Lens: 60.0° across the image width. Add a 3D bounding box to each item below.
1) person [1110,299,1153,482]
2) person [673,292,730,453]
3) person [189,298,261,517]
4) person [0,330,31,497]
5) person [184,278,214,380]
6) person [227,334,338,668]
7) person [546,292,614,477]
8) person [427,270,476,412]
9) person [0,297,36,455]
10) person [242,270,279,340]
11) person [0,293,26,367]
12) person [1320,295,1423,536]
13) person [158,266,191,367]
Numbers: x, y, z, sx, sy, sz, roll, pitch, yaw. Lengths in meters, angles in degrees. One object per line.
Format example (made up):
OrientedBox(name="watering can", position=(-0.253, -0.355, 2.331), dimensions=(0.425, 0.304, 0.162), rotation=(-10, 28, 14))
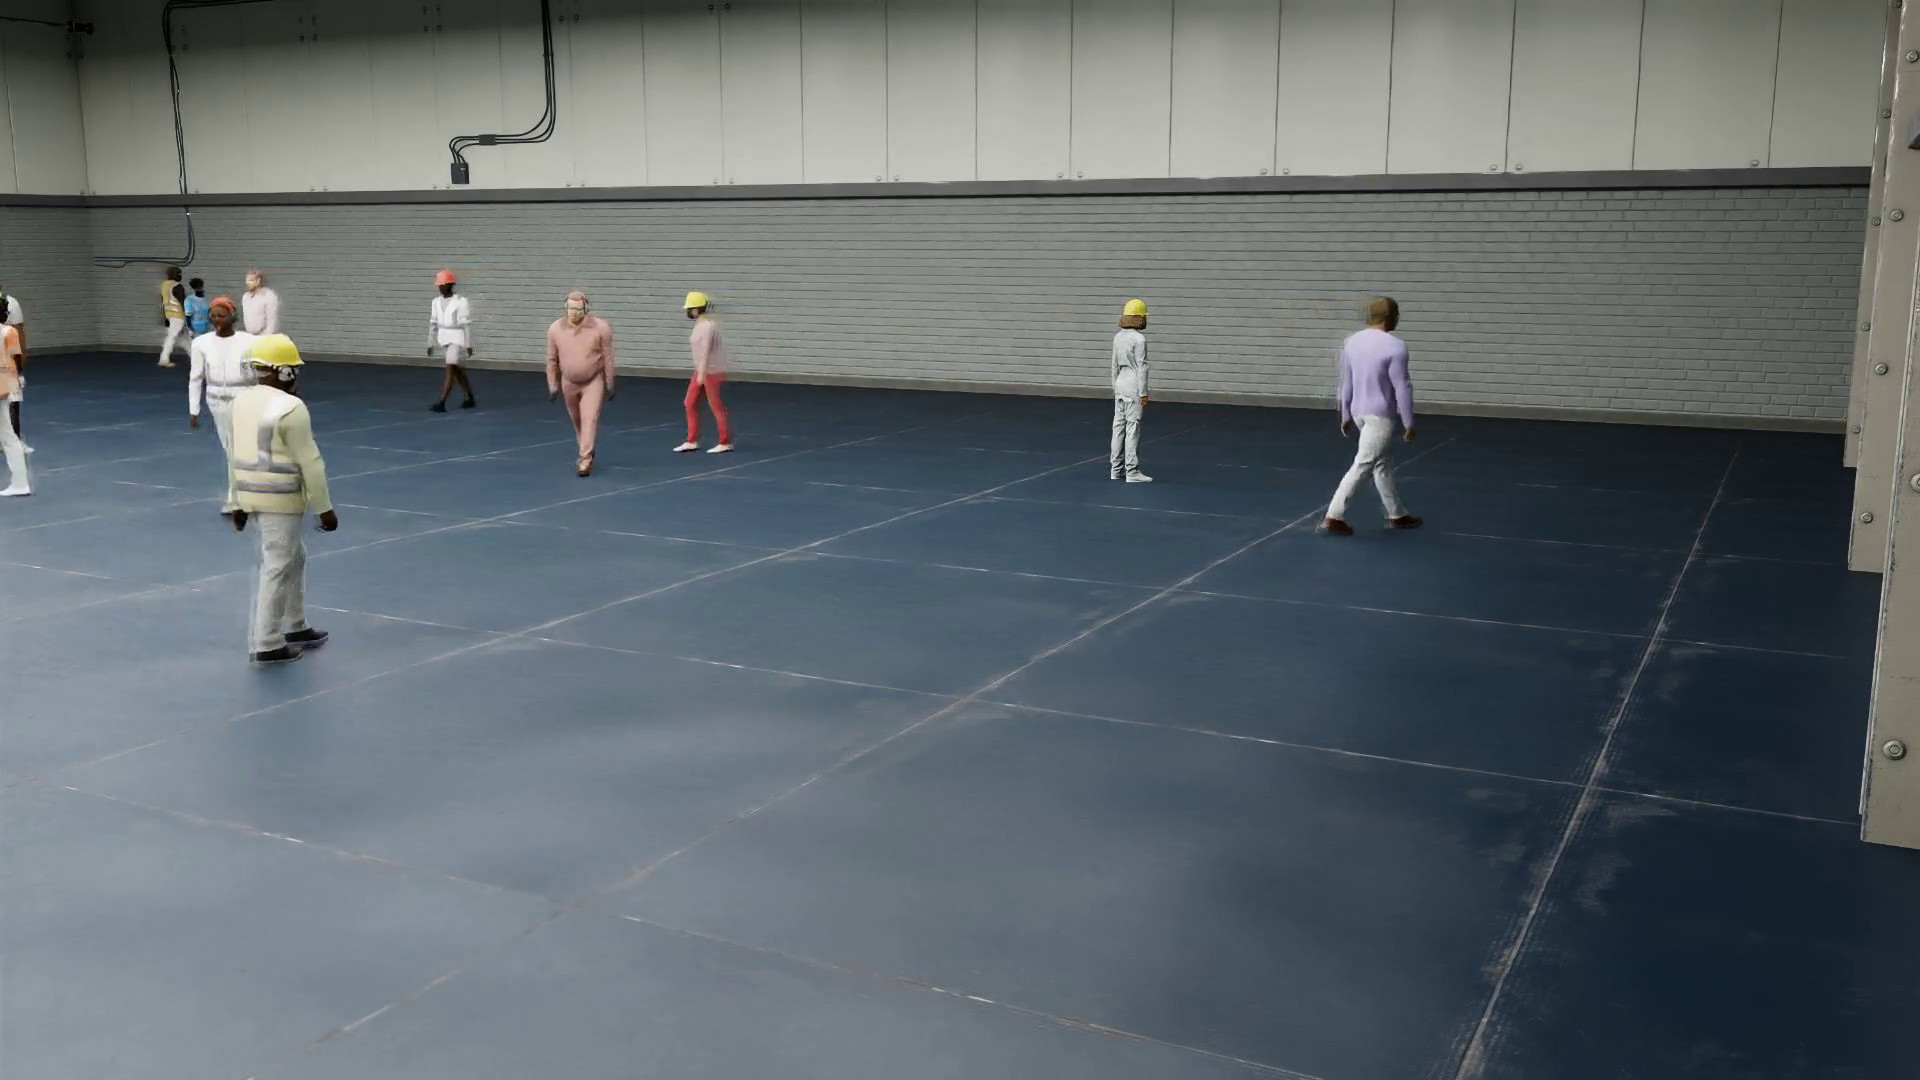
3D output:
OrientedBox(name="person", position=(1.655, -1.429, 15.949), dimensions=(0.319, 1.742, 0.492), rotation=(-6, 12, -29))
OrientedBox(name="person", position=(-2.821, -1.785, 17.915), dimensions=(0.705, 1.739, 0.527), rotation=(-5, 12, -27))
OrientedBox(name="person", position=(-6.192, -1.129, 14.094), dimensions=(0.595, 1.828, 1.004), rotation=(-1, 10, -6))
OrientedBox(name="person", position=(-8.846, -1.312, 14.909), dimensions=(0.939, 1.880, 0.607), rotation=(0, 10, 1))
OrientedBox(name="person", position=(-12.379, -3.430, 27.058), dimensions=(0.504, 1.656, 0.548), rotation=(8, 13, 36))
OrientedBox(name="person", position=(-3.689, -0.225, 9.195), dimensions=(0.608, 1.806, 0.695), rotation=(8, 13, 37))
OrientedBox(name="person", position=(-3.791, -1.582, 16.641), dimensions=(0.659, 1.813, 1.156), rotation=(0, 10, 1))
OrientedBox(name="person", position=(-6.865, -2.672, 22.357), dimensions=(0.568, 1.883, 1.012), rotation=(4, 11, 23))
OrientedBox(name="person", position=(-10.242, -1.746, 17.799), dimensions=(0.540, 1.696, 0.317), rotation=(2, 11, 13))
OrientedBox(name="person", position=(-9.906, -2.866, 23.471), dimensions=(0.671, 1.850, 0.983), rotation=(5, 11, 24))
OrientedBox(name="person", position=(-11.710, -2.343, 20.118), dimensions=(0.690, 2.000, 0.995), rotation=(-2, 11, -11))
OrientedBox(name="person", position=(3.264, -0.974, 13.089), dimensions=(1.035, 1.890, 0.651), rotation=(-5, 11, -24))
OrientedBox(name="person", position=(-14.068, -4.014, 29.920), dimensions=(0.927, 1.804, 0.629), rotation=(-9, 14, -40))
